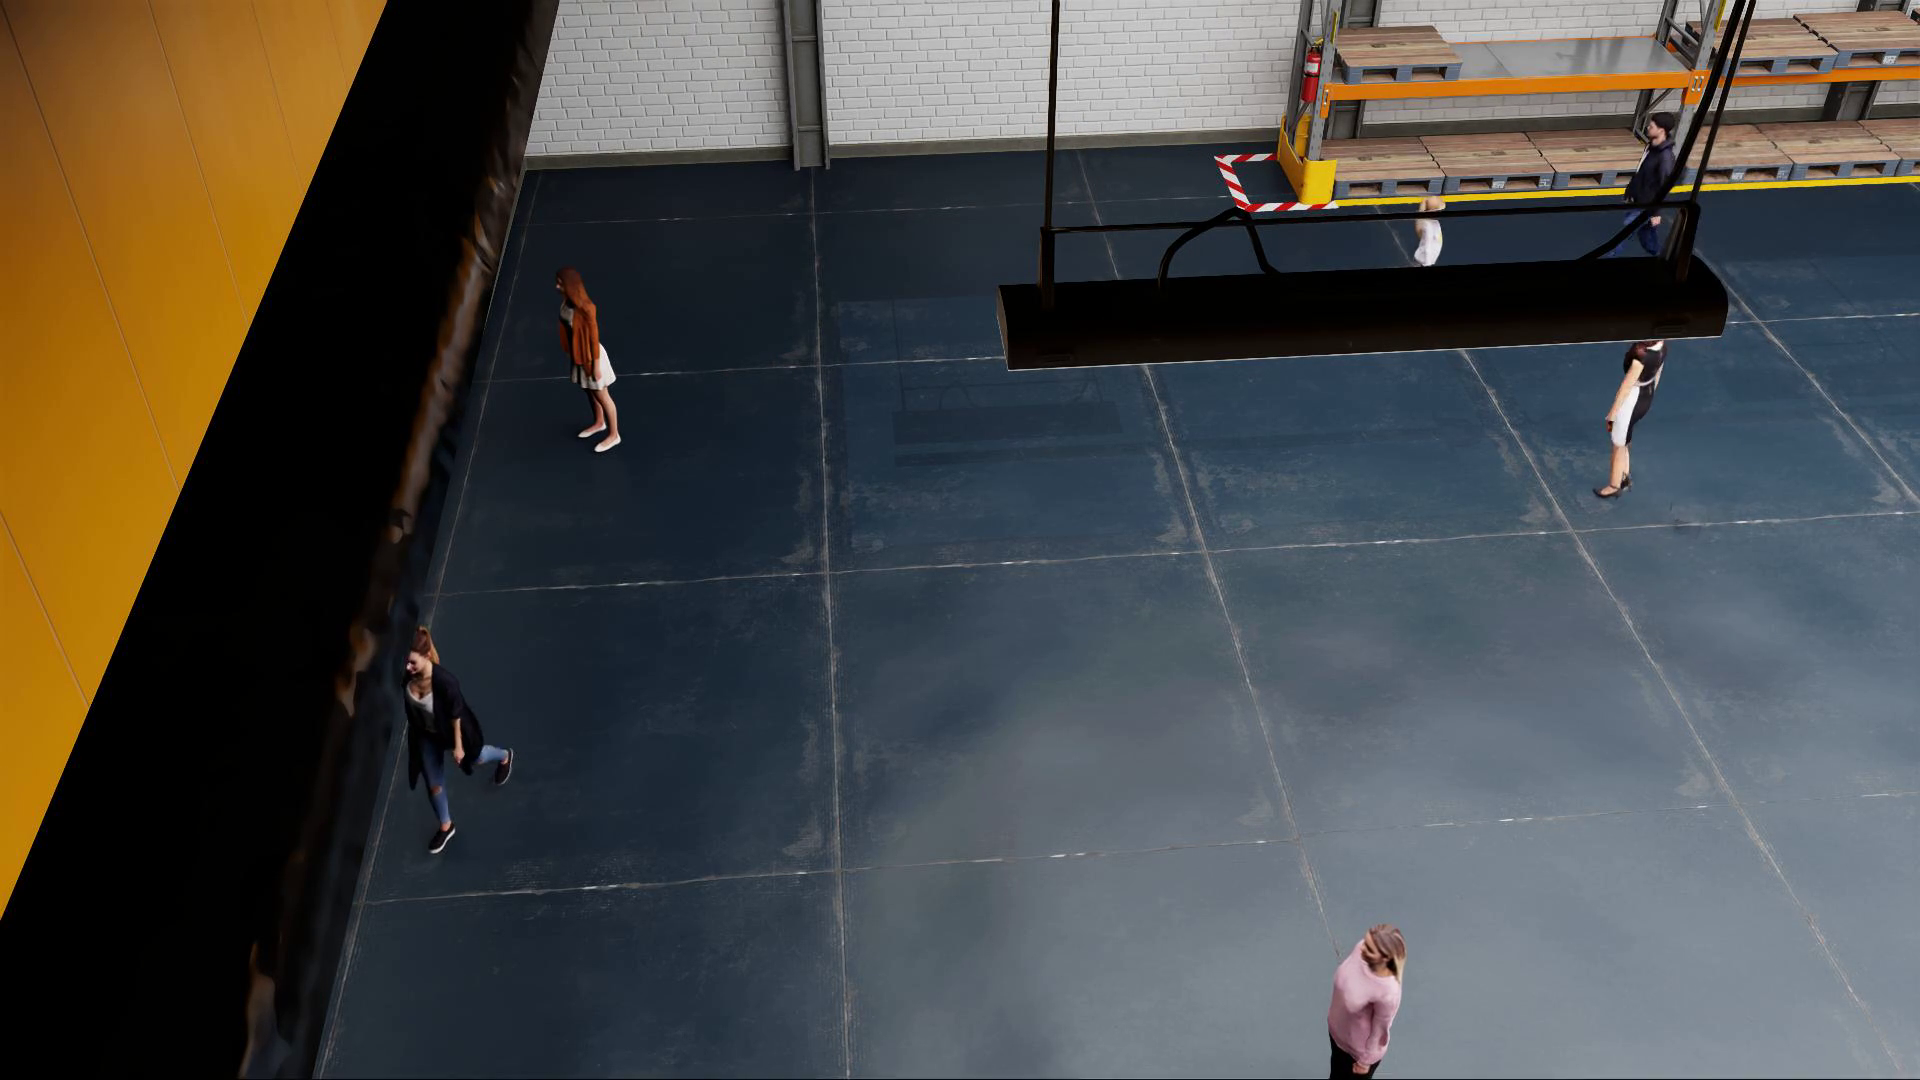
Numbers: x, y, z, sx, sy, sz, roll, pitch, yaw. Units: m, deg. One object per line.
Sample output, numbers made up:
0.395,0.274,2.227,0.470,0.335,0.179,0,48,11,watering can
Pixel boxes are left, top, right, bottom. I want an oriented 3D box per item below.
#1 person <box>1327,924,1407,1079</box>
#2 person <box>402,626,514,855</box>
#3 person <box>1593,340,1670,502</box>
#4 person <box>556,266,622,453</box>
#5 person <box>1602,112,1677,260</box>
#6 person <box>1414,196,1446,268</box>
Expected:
2.103,2.578,8.740,0.571,1.688,0.619,-8,39,-9,person
-3.203,1.157,10.556,1.126,1.642,0.974,12,40,15,person
5.391,-1.013,13.155,0.726,1.790,0.796,-30,48,-32,person
-3.099,-1.544,13.879,0.740,1.717,0.705,-29,47,-31,person
6.597,-3.143,15.789,1.292,1.832,0.917,6,39,8,person
4.291,-2.633,15.604,0.958,1.265,0.767,16,41,19,person
